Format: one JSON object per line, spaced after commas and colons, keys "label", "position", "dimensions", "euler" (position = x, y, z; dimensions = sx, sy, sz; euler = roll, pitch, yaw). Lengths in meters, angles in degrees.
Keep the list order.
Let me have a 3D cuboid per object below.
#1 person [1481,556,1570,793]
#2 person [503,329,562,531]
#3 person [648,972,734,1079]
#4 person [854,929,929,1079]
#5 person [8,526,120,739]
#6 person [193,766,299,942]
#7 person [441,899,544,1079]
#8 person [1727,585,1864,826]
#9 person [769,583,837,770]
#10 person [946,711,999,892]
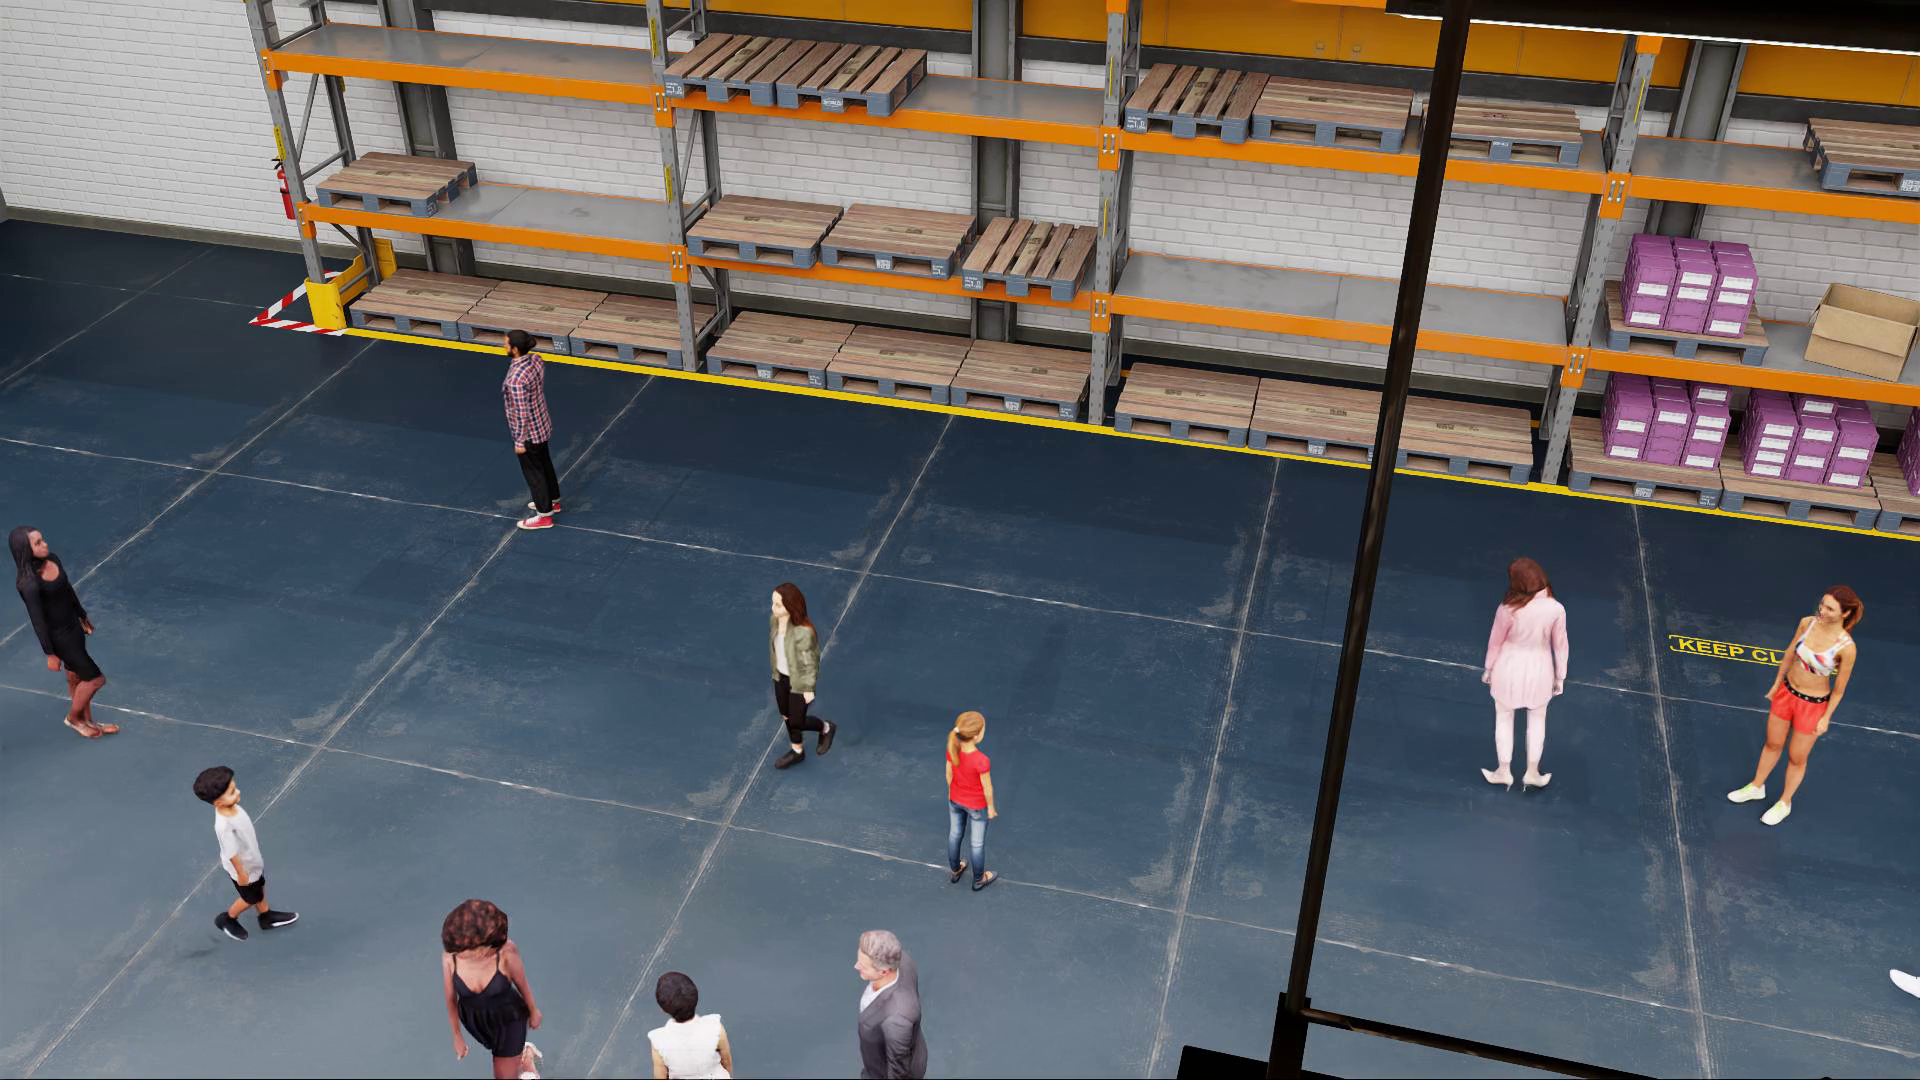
{"label": "person", "position": [3.653, 0.902, 10.713], "dimensions": [0.502, 1.773, 0.822], "euler": [11, 35, 17]}
{"label": "person", "position": [-3.479, -0.915, 13.459], "dimensions": [0.677, 1.761, 0.736], "euler": [2, 34, 3]}
{"label": "person", "position": [-1.256, 2.792, 8.113], "dimensions": [1.022, 1.505, 0.899], "euler": [-6, 34, -10]}
{"label": "person", "position": [-0.259, 2.577, 8.148], "dimensions": [0.819, 1.824, 0.854], "euler": [-2, 34, -3]}
{"label": "person", "position": [-6.096, 0.654, 11.141], "dimensions": [0.746, 1.713, 0.734], "euler": [-4, 34, -6]}
{"label": "person", "position": [-4.279, 1.855, 9.748], "dimensions": [0.759, 1.255, 0.667], "euler": [-9, 35, -13]}
{"label": "person", "position": [-2.368, 2.395, 8.503], "dimensions": [1.086, 1.733, 0.825], "euler": [-1, 34, -1]}
{"label": "person", "position": [5.335, 1.026, 10.512], "dimensions": [0.731, 1.791, 0.680], "euler": [-15, 36, -21]}
{"label": "person", "position": [-1.044, 0.889, 11.010], "dimensions": [0.814, 1.467, 0.758], "euler": [-27, 42, -34]}
{"label": "person", "position": [0.049, 1.586, 10.105], "dimensions": [0.514, 1.309, 0.609], "euler": [21, 39, 28]}
